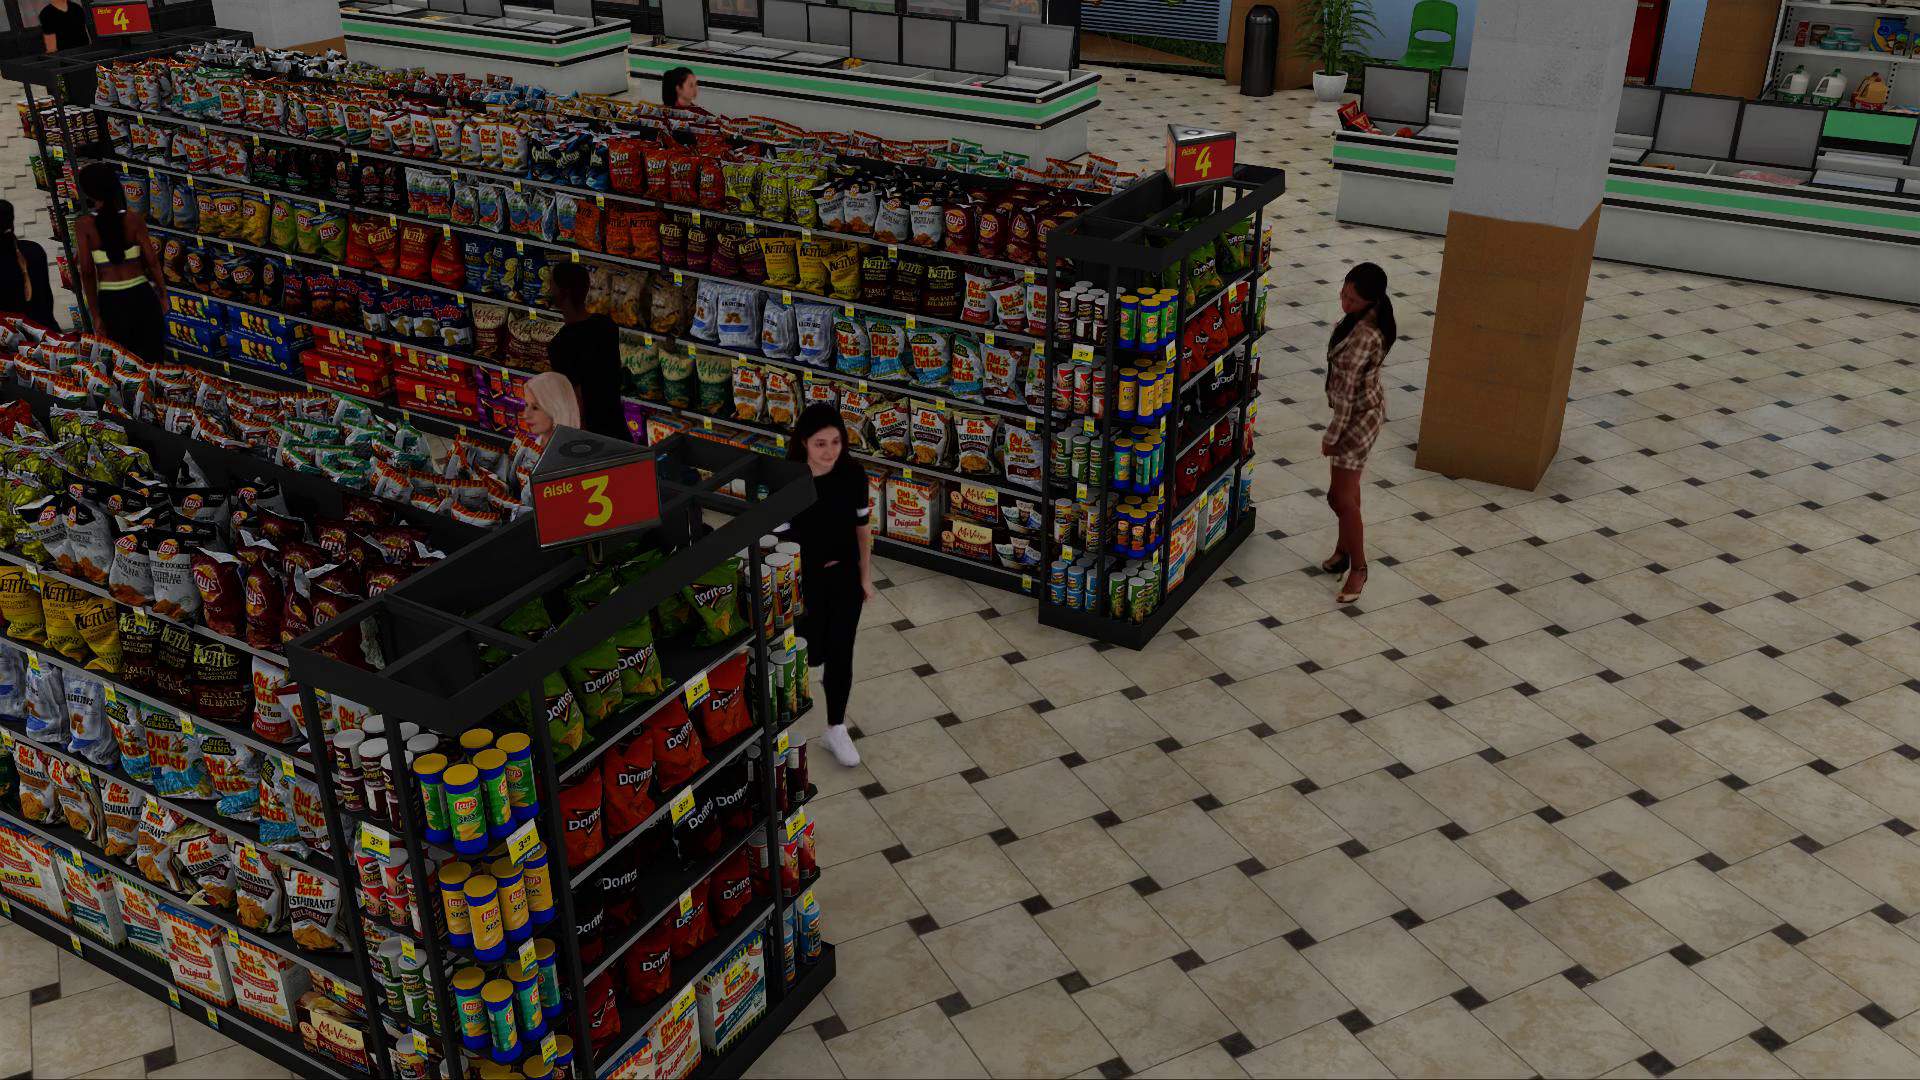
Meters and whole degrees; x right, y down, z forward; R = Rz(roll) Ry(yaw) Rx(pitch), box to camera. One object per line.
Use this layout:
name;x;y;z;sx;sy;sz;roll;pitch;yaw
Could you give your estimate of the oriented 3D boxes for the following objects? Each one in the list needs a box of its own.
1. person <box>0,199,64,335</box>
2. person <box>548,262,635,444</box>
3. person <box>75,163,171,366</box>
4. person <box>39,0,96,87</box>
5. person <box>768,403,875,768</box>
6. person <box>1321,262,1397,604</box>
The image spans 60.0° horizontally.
person;-5.253;-1.093;9.372;0.753;1.671;0.777;5;27;9
person;-1.651;-0.407;7.928;1.184;1.753;0.689;15;31;27
person;-4.822;-1.298;9.694;0.716;1.745;0.775;-12;29;-22
person;-8.424;-4.438;15.761;0.831;1.857;0.754;9;28;16
person;-0.616;0.145;6.983;0.865;1.623;0.989;-12;29;-23
person;1.963;-0.573;8.245;0.610;1.763;0.701;18;32;31
